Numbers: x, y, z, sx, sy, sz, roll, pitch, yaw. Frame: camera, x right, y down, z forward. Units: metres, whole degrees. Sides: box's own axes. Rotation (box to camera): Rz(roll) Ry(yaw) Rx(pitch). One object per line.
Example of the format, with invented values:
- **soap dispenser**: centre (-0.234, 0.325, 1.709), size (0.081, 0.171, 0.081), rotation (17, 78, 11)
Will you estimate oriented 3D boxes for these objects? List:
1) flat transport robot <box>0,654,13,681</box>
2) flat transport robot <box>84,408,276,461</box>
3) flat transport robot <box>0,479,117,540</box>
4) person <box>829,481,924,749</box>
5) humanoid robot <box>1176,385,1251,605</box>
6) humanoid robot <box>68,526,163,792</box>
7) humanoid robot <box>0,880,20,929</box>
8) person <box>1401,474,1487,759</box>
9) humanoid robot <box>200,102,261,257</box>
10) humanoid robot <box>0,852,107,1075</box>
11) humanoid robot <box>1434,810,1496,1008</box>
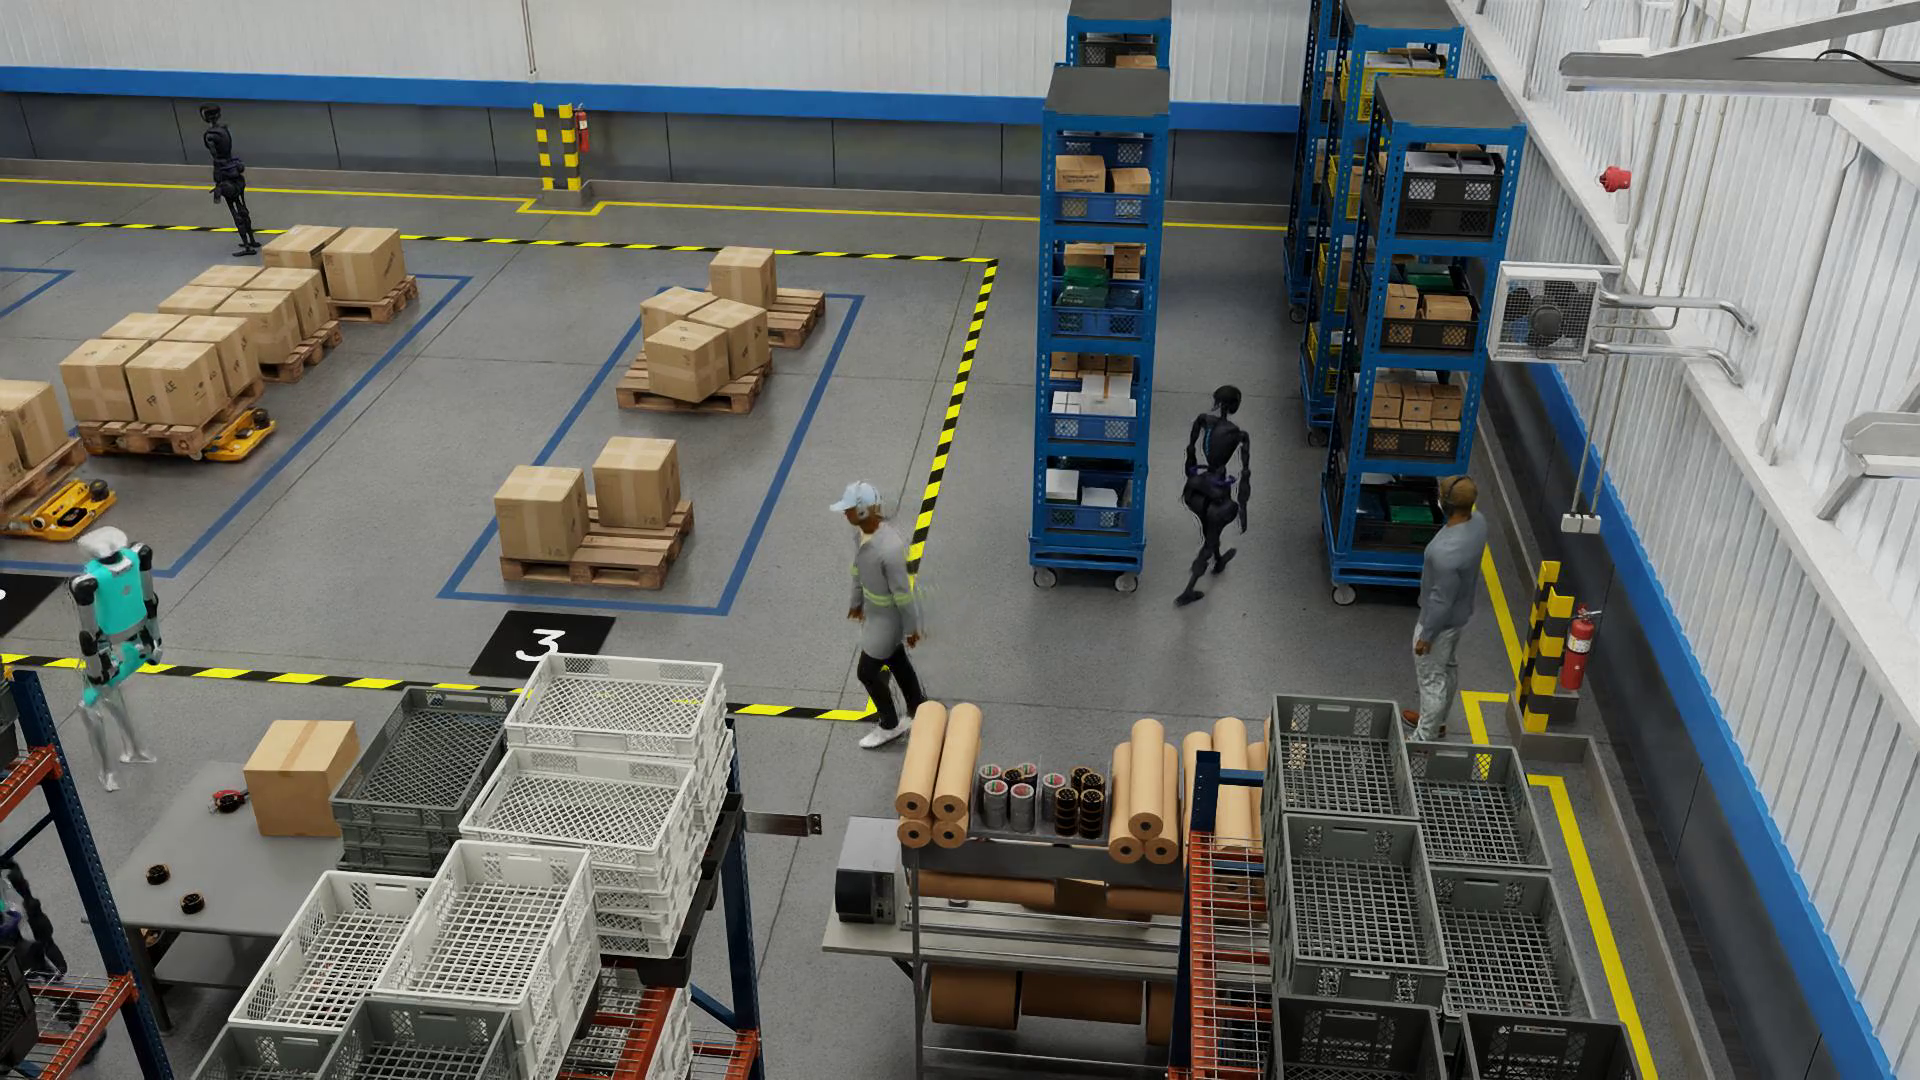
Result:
- **flat transport robot**: centre (-7.142, 0.969, 11.010), size (1.431, 0.231, 0.659), rotation (3, 30, 6)
- **flat transport robot**: centre (-6.714, -0.943, 14.266), size (1.431, 0.197, 0.652), rotation (3, 30, 6)
- **flat transport robot**: centre (-7.526, -0.281, 13.128), size (1.431, 0.197, 0.652), rotation (3, 30, 6)
- **person**: centre (-0.487, 0.452, 10.365), size (0.634, 1.806, 0.598), rotation (-10, 32, -16)
- **humanoid robot**: centre (1.843, -0.352, 11.918), size (0.776, 1.620, 0.616), rotation (-24, 38, -35)
- **humanoid robot**: centre (-5.179, 0.678, 10.050), size (0.785, 1.756, 0.564), rotation (12, 32, 20)
- **humanoid robot**: centre (-5.202, 1.611, 8.468), size (0.755, 1.814, 0.561), rotation (-22, 37, -33)
- **person**: centre (2.951, 0.468, 10.212), size (0.358, 1.935, 0.637), rotation (17, 34, 27)
- **humanoid robot**: centre (-7.909, -3.902, 17.962), size (0.315, 1.655, 0.599), rotation (-2, 30, -4)
- **humanoid robot**: centre (-4.645, 1.933, 7.986), size (0.612, 1.642, 0.465), rotation (2, 30, 3)
- **humanoid robot**: centre (2.373, 1.931, 7.962), size (0.437, 1.632, 0.591), rotation (-27, 39, -38)
